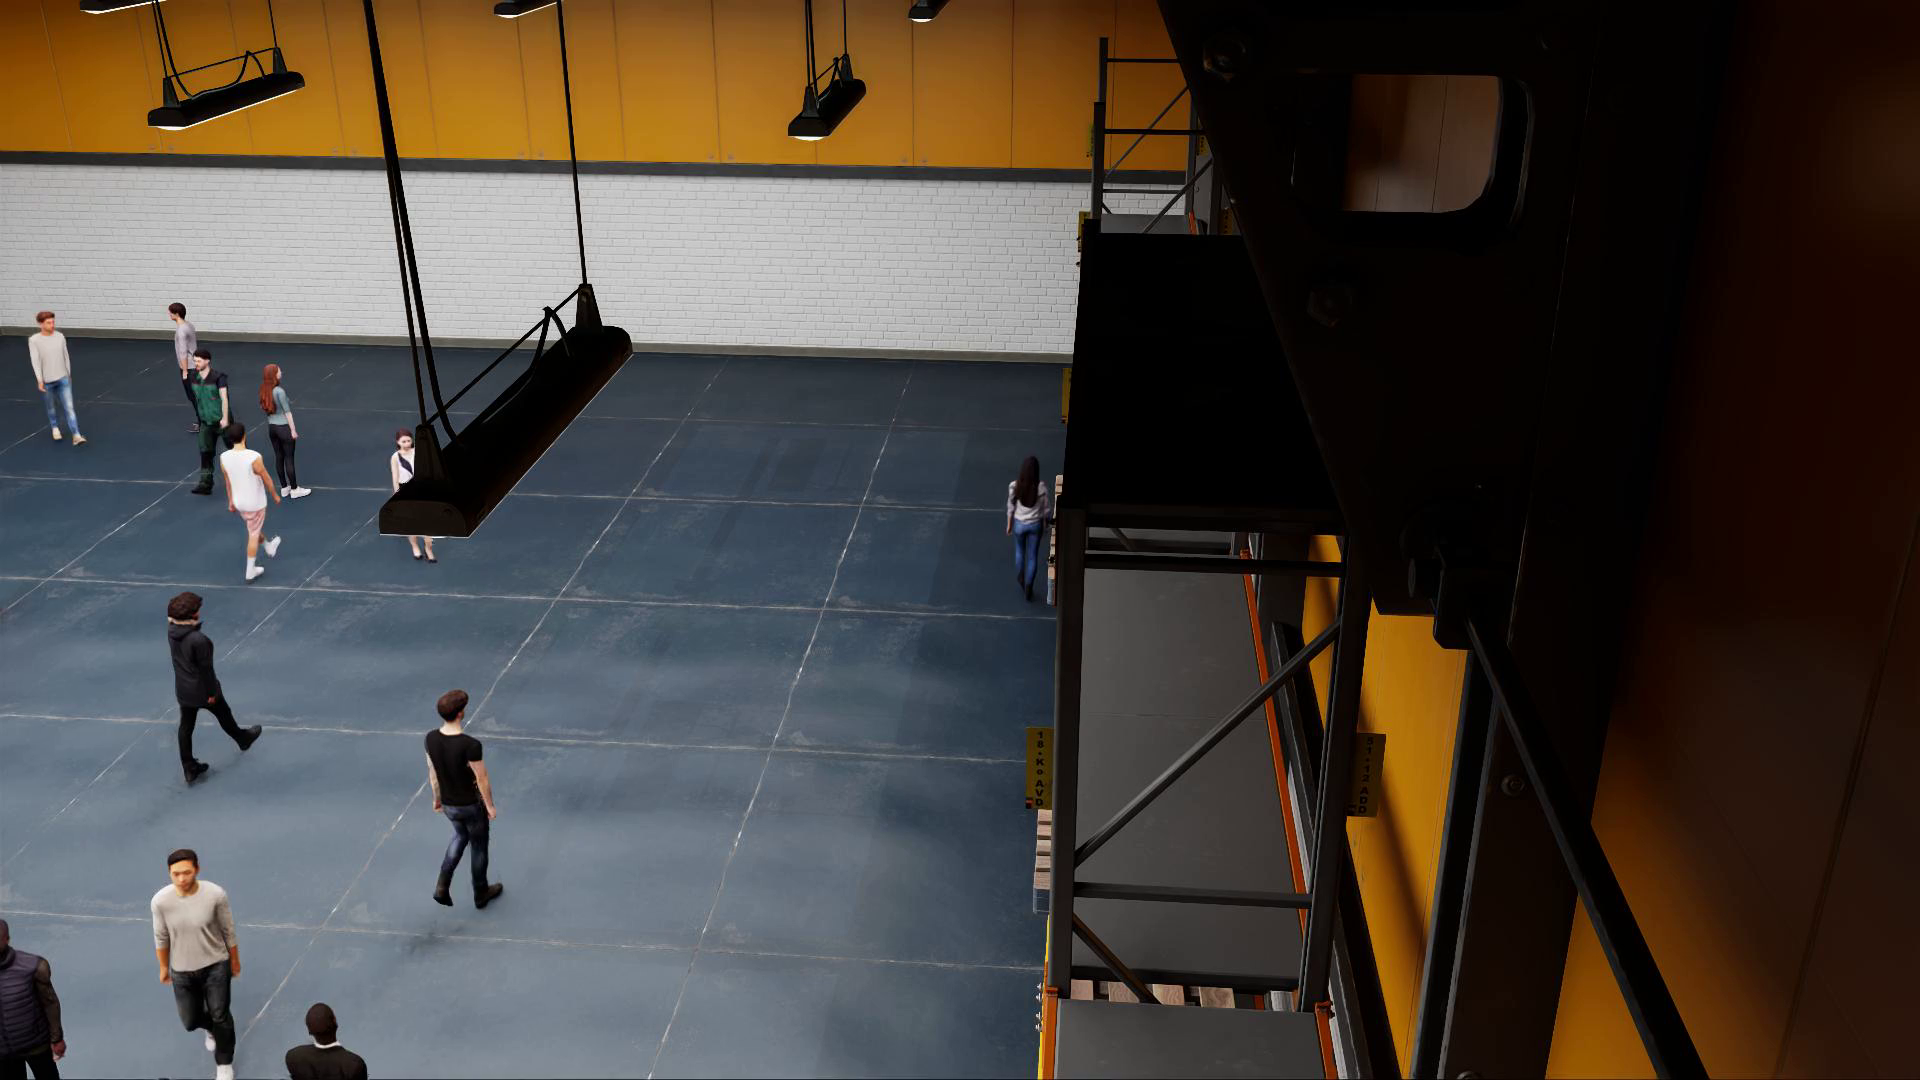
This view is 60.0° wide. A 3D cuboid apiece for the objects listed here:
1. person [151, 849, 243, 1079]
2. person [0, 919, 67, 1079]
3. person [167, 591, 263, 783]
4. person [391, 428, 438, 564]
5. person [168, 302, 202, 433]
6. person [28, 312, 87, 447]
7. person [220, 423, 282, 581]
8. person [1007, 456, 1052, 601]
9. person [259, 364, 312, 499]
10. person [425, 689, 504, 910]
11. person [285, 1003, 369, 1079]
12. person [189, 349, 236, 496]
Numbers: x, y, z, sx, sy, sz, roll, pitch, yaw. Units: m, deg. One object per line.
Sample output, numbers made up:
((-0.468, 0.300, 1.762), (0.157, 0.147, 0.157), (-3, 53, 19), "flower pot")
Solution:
((-5.148, 2.824, 11.292), (0.821, 1.804, 0.888), (-7, 24, -15), "person")
((-5.923, 3.159, 10.487), (0.754, 1.835, 0.674), (-4, 24, -9), "person")
((-6.840, 1.341, 14.778), (0.837, 1.730, 1.158), (9, 25, 19), "person")
((-6.344, -0.529, 19.179), (0.786, 1.631, 0.849), (-18, 29, -35), "person")
((-10.760, -2.427, 23.260), (0.774, 1.841, 0.606), (-6, 24, -14), "person")
((-12.426, -2.195, 22.729), (1.234, 1.840, 1.276), (-19, 30, -37), "person")
((-8.044, -0.394, 18.742), (0.718, 1.733, 1.125), (5, 24, 11), "person")
((0.751, -0.103, 18.235), (0.637, 1.607, 0.793), (1, 24, 3), "person")
((-8.562, -1.376, 20.979), (0.661, 1.742, 0.670), (13, 27, 28), "person")
((-3.909, 2.081, 12.894), (0.827, 1.883, 0.956), (10, 26, 22), "person")
((-3.677, 3.539, 9.705), (0.648, 1.765, 1.133), (1, 24, 3), "person")
((-9.414, -1.538, 21.214), (0.723, 1.849, 1.206), (4, 24, 8), "person")
